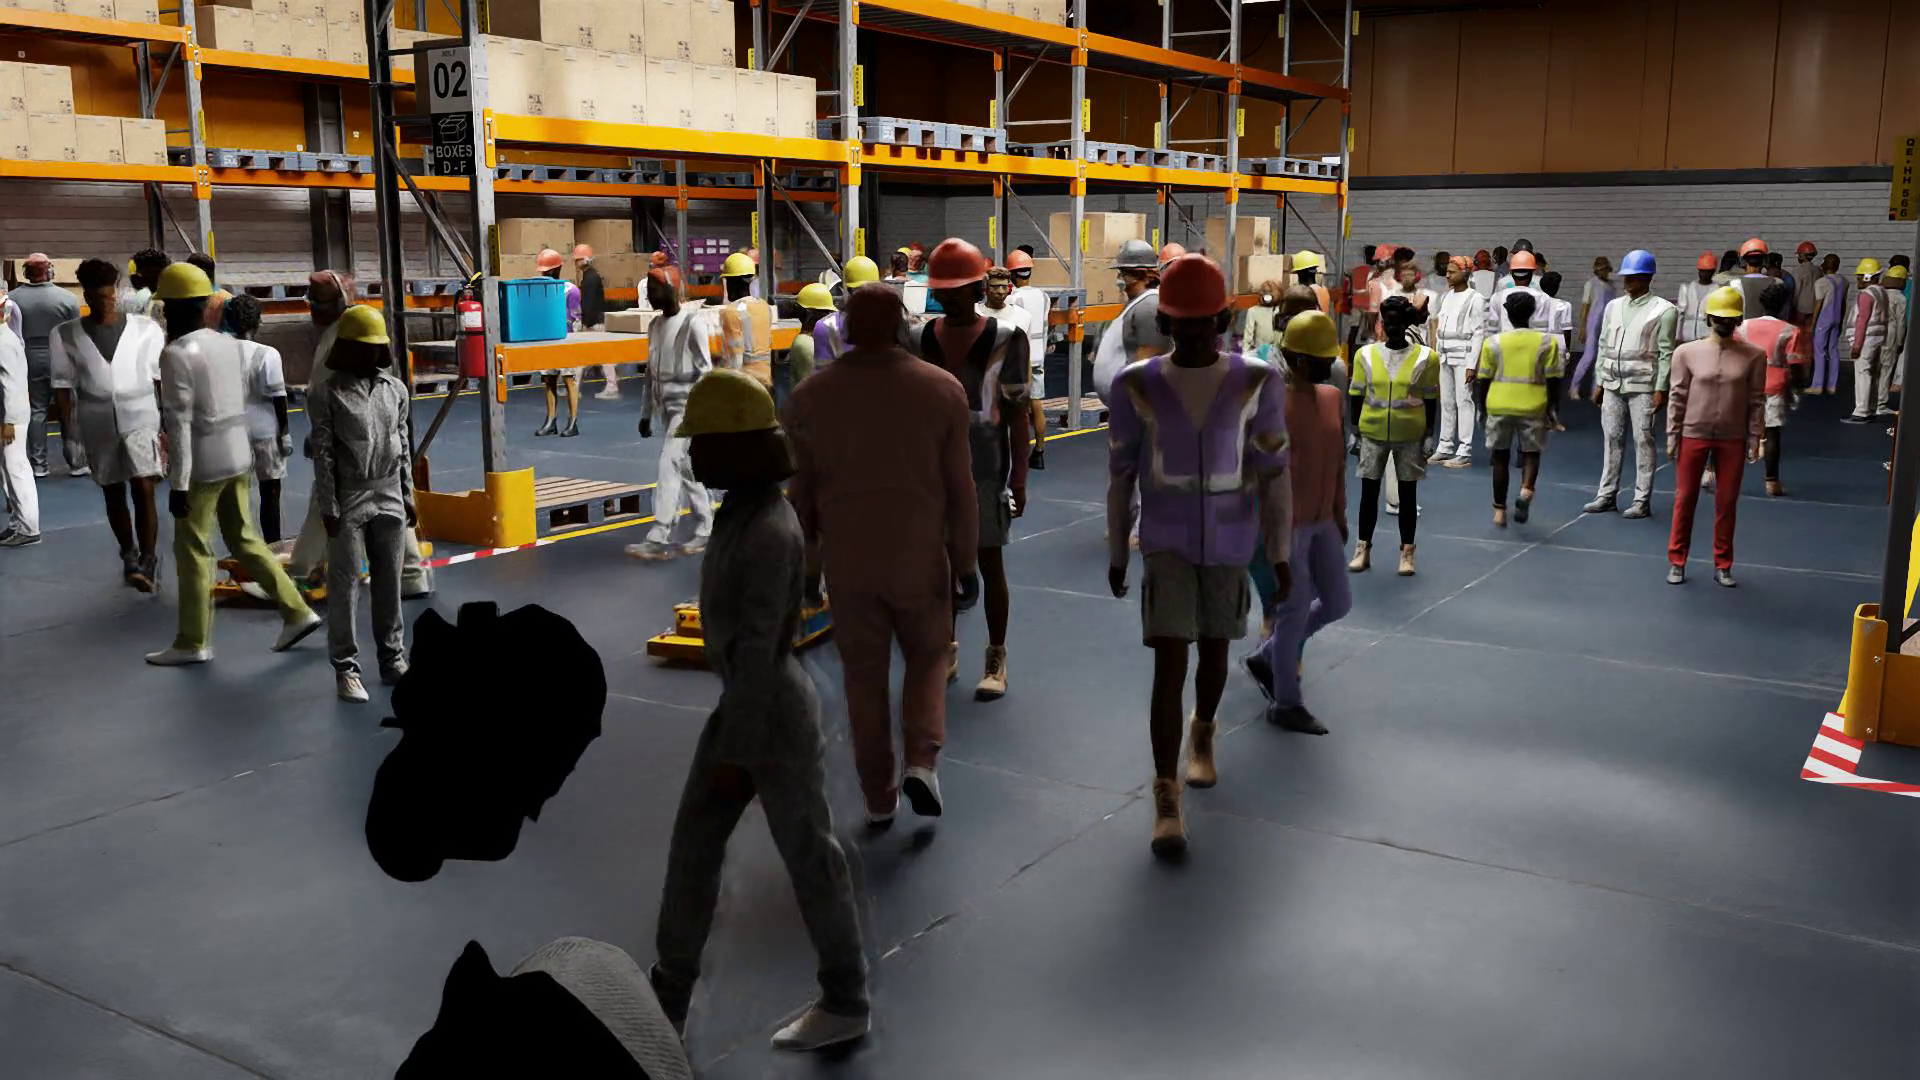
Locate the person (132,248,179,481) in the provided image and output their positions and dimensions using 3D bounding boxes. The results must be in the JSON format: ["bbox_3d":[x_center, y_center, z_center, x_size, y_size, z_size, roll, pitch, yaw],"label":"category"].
[{"bbox_3d":[-6.730,-1.482,14.088,0.381,1.958,0.598,-8,13,-37],"label":"person"}]

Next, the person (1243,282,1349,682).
[{"bbox_3d":[1.535,-0.277,7.723,0.537,1.826,0.535,3,11,17],"label":"person"}]

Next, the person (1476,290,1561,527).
[{"bbox_3d":[3.898,-0.904,11.640,0.555,1.672,0.442,3,11,18],"label":"person"}]

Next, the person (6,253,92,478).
[{"bbox_3d":[-7.755,-1.476,14.172,0.641,1.913,0.408,-2,10,-13],"label":"person"}]

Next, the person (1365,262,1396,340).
[{"bbox_3d":[5.385,-2.670,21.021,0.607,1.821,0.443,7,12,34],"label":"person"}]

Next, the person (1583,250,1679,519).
[{"bbox_3d":[4.916,-1.135,12.173,0.385,1.948,0.602,-7,12,-34],"label":"person"}]

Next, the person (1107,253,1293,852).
[{"bbox_3d":[0.825,0.002,5.797,0.627,1.989,1.082,1,10,3],"label":"person"}]

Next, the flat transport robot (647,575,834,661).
[{"bbox_3d":[-0.966,0.365,8.513,0.652,0.197,1.431,3,11,18],"label":"flat transport robot"}]

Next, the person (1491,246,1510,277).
[{"bbox_3d":[8.702,-3.756,26.762,0.367,1.930,0.631,5,11,25],"label":"person"}]

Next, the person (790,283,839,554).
[{"bbox_3d":[-0.913,-0.702,10.311,0.344,1.759,0.534,-1,10,-7],"label":"person"}]

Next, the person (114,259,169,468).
[{"bbox_3d":[-7.141,-1.541,14.658,0.589,1.866,1.008,-6,12,-29],"label":"person"}]

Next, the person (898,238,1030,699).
[{"bbox_3d":[0.000,-0.303,7.360,0.611,2.030,0.410,3,11,17],"label":"person"}]

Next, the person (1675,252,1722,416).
[{"bbox_3d":[8.640,-2.398,19.359,0.539,1.898,0.985,9,13,40],"label":"person"}]

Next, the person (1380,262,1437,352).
[{"bbox_3d":[4.530,-1.904,16.849,0.589,1.792,0.963,3,11,17],"label":"person"}]

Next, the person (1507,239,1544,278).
[{"bbox_3d":[7.493,-3.023,22.378,0.674,2.000,0.535,-9,14,-41],"label":"person"}]

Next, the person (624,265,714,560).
[{"bbox_3d":[-1.898,-0.794,10.539,0.870,1.853,0.595,-9,14,-42],"label":"person"}]

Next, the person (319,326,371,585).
[{"bbox_3d":[-3.604,-0.544,9.794,0.272,1.627,0.499,-7,12,-34],"label":"person"}]

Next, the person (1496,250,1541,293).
[{"bbox_3d":[6.859,-2.615,20.535,0.597,1.895,0.709,0,10,1],"label":"person"}]

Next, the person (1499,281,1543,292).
[{"bbox_3d":[6.508,-2.363,19.321,0.541,1.822,0.759,5,11,25],"label":"person"}]

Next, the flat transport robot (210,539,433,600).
[{"bbox_3d":[-3.777,0.116,9.893,0.652,0.197,1.431,2,10,9],"label":"flat transport robot"}]

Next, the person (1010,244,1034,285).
[{"bbox_3d":[0.940,-3.466,25.068,0.373,1.957,0.606,-2,10,-12],"label":"person"}]

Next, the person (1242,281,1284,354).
[{"bbox_3d":[3.394,-2.061,18.310,0.518,1.590,0.845,4,11,19],"label":"person"}]

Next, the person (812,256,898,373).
[{"bbox_3d":[-0.581,-0.725,9.965,0.594,1.924,0.384,-4,11,-19],"label":"person"}]

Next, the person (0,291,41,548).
[{"bbox_3d":[-6.352,-0.822,11.012,0.345,1.741,0.562,-7,12,-34],"label":"person"}]

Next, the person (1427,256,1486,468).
[{"bbox_3d":[4.433,-1.588,14.869,0.354,1.883,0.576,-4,11,-20],"label":"person"}]

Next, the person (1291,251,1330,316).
[{"bbox_3d":[3.247,-1.731,15.559,0.392,1.919,0.589,6,12,31],"label":"person"}]

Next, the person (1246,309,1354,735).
[{"bbox_3d":[1.392,-0.073,6.837,0.539,1.744,0.411,-10,14,-43],"label":"person"}]

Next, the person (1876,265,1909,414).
[{"bbox_3d":[10.807,-2.323,19.366,0.324,1.731,0.490,-3,11,-17],"label":"person"}]

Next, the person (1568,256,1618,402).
[{"bbox_3d":[8.014,-2.644,20.905,0.709,1.828,0.442,-7,12,-32],"label":"person"}]

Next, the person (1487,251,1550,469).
[{"bbox_3d":[4.983,-1.607,14.860,0.546,1.930,0.391,8,13,39],"label":"person"}]

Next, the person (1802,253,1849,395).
[{"bbox_3d":[11.380,-2.828,21.840,0.517,1.844,0.329,-3,11,-16],"label":"person"}]

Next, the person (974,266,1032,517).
[{"bbox_3d":[0.249,-1.082,12.200,0.560,1.836,0.394,-2,10,-9],"label":"person"}]

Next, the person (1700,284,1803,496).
[{"bbox_3d":[6.273,-1.180,13.182,0.722,1.676,0.481,8,13,36],"label":"person"}]
